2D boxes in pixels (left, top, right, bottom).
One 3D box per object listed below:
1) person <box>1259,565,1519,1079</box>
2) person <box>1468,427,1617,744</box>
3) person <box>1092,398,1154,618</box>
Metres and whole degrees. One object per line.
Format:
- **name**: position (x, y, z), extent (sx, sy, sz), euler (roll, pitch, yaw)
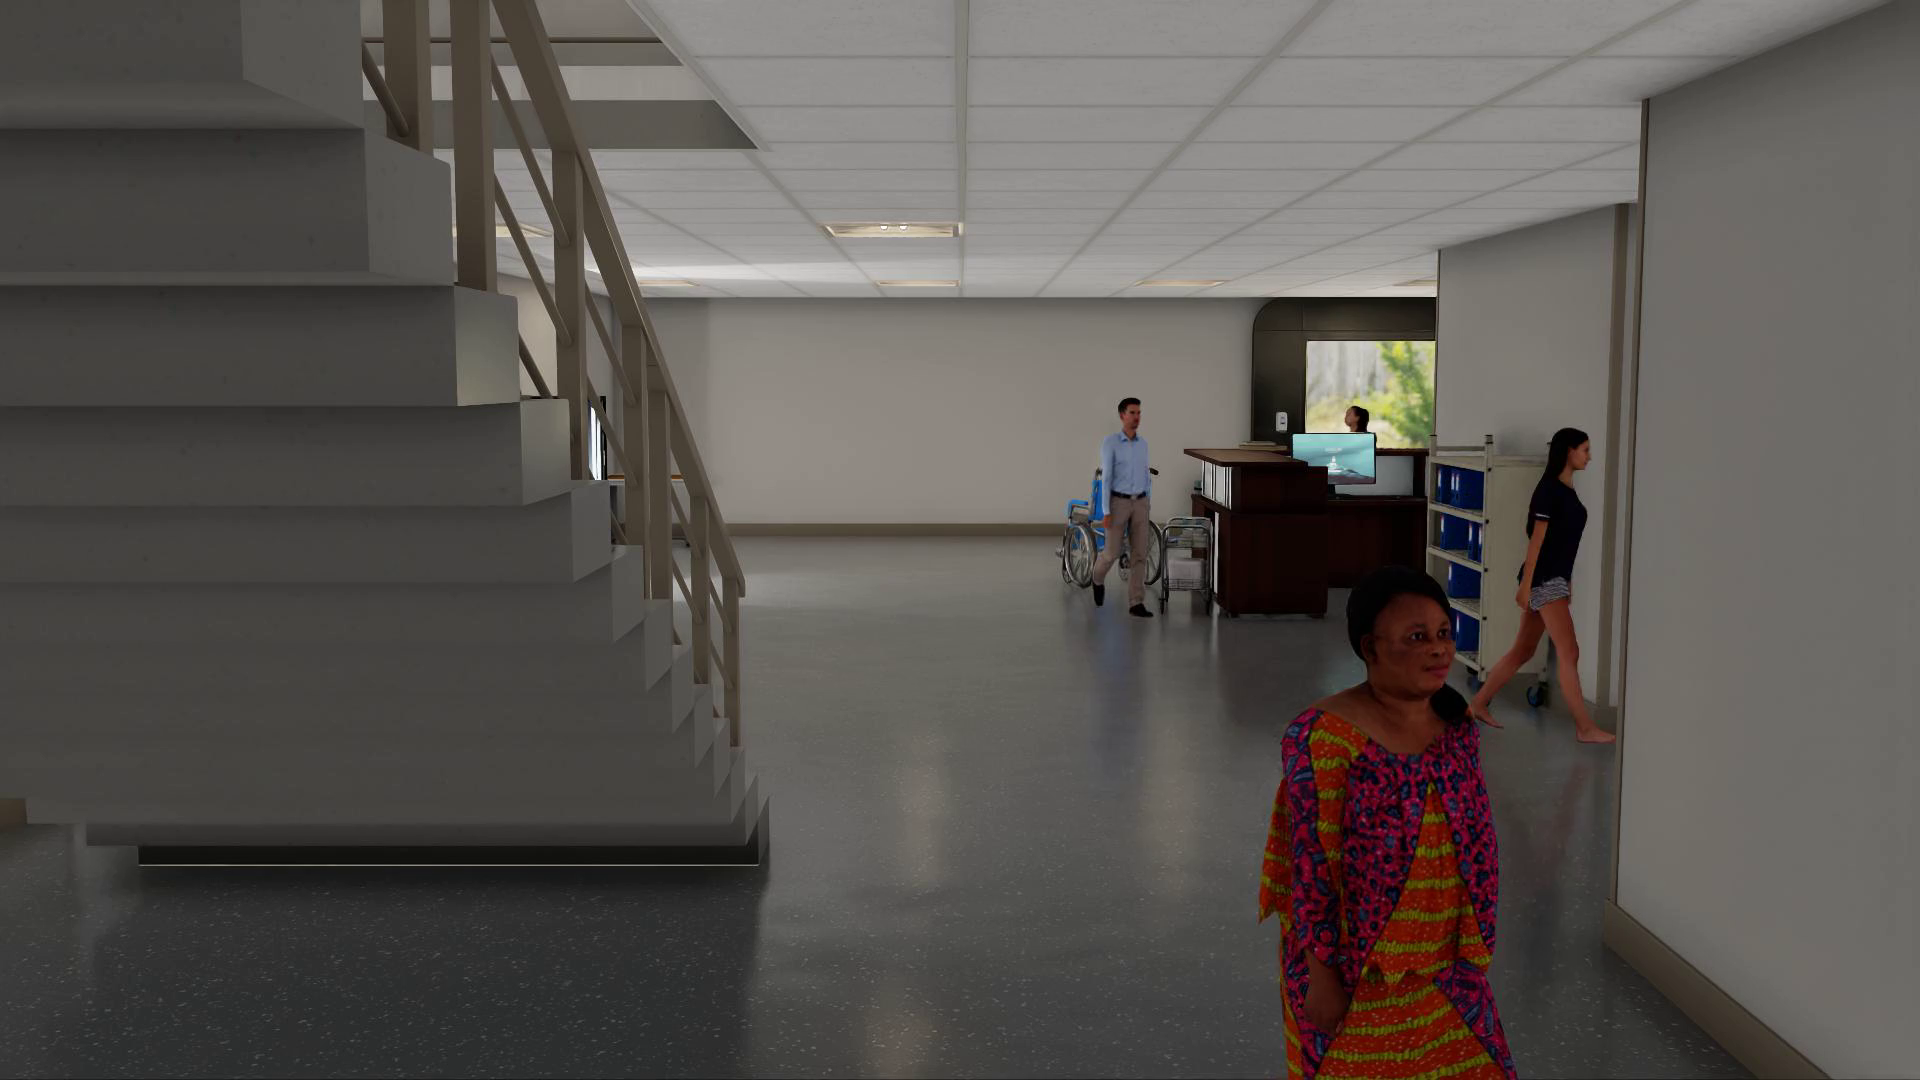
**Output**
- **person**: position (0.903, 0.867, 3.627), extent (0.820, 1.654, 0.901), euler (-2, 6, -21)
- **person**: position (3.163, 0.272, 9.243), extent (1.067, 1.714, 1.121), euler (4, 7, 37)
- **person**: position (1.362, -0.263, 14.009), extent (0.918, 1.824, 1.153), euler (-3, 6, -24)
